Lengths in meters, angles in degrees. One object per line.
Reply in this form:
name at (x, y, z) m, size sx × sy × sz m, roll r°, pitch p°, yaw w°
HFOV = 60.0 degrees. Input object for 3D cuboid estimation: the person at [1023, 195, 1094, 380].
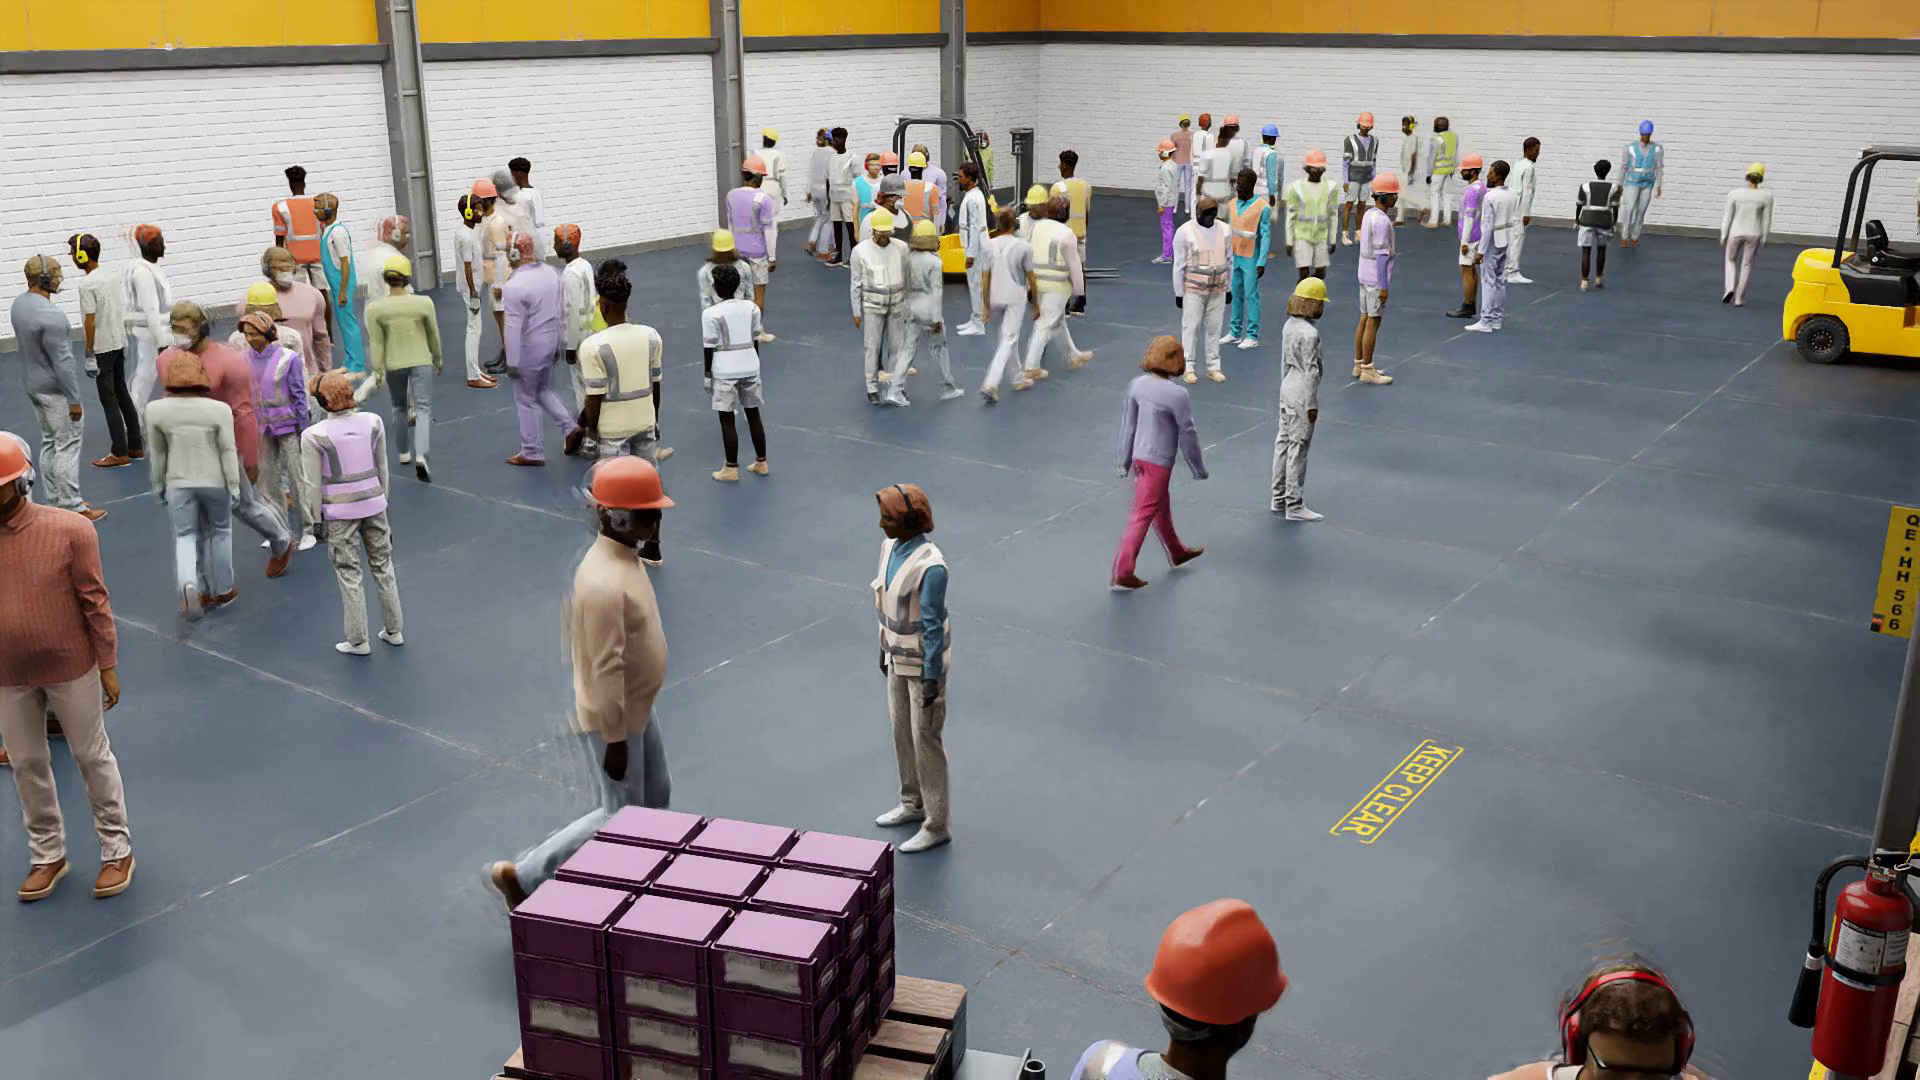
person at (1.000, -2.509, 16.509) m, size 0.972 × 1.786 × 0.644 m, roll -12°, pitch 21°, yaw -33°

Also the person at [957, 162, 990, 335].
person at (0.152, -3.262, 18.664) m, size 0.393 × 1.916 × 0.590 m, roll 1°, pitch 18°, yaw 2°

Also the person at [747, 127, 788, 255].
person at (-2.891, -5.160, 24.670) m, size 0.614 × 1.879 × 0.718 m, roll 2°, pitch 18°, yaw 7°

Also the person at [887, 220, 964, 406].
person at (-0.361, -2.096, 15.384) m, size 0.504 × 1.695 × 0.877 m, roll 16°, pitch 23°, yaw 40°

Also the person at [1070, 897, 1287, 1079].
person at (0.465, 1.614, 3.396) m, size 0.388 × 1.929 × 0.548 m, roll -16°, pitch 24°, yaw -41°

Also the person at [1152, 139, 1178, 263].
person at (2.954, -4.883, 23.992) m, size 0.327 × 1.753 × 0.563 m, roll 5°, pitch 18°, yaw 15°

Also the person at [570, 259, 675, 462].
person at (-2.807, -1.432, 13.374) m, size 0.869 × 1.651 × 0.522 m, roll -2°, pitch 18°, yaw -6°

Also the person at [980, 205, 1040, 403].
person at (0.422, -2.203, 15.547) m, size 0.524 × 1.811 × 0.949 m, roll 12°, pitch 21°, yaw 32°

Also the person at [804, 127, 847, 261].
person at (-1.891, -4.999, 24.096) m, size 0.525 × 1.912 × 0.638 m, roll -16°, pitch 23°, yaw -40°

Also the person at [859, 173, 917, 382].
person at (-0.649, -2.584, 16.339) m, size 0.536 × 2.000 × 0.684 m, roll 12°, pitch 21°, yaw 32°

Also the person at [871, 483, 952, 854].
person at (-0.201, 0.539, 7.235) m, size 0.314 × 1.630 × 0.527 m, roll -9°, pitch 20°, yaw -26°

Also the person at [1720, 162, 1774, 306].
person at (9.663, -3.754, 20.457) m, size 0.550 × 1.751 × 0.363 m, roll 8°, pitch 19°, yaw 24°

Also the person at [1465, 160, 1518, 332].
person at (6.061, -3.327, 18.858) m, size 0.388 × 1.921 × 0.593 m, roll 16°, pitch 24°, yaw 41°

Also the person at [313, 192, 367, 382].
person at (-6.091, -2.478, 16.325) m, size 0.329 × 1.844 × 0.509 m, roll -9°, pitch 20°, yaw -26°

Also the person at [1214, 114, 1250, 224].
person at (4.031, -5.341, 24.960) m, size 0.615 × 2.039 × 0.382 m, roll -7°, pitch 19°, yaw -22°

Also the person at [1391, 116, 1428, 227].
person at (7.536, -6.162, 27.842) m, size 0.560 × 1.847 × 0.547 m, roll -1°, pitch 18°, yaw -4°

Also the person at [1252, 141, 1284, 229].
person at (4.600, -5.212, 25.028) m, size 0.528 × 1.751 × 0.477 m, roll -3°, pitch 18°, yaw -9°

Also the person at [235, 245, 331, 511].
person at (-4.891, -1.187, 12.141) m, size 0.641 × 1.937 × 0.357 m, roll -16°, pitch 24°, yaw -40°

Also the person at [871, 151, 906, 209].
person at (-0.831, -3.685, 19.966) m, size 0.544 × 1.930 × 0.388 m, roll -10°, pitch 20°, yaw -27°

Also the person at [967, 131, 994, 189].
person at (0.332, -5.915, 27.443) m, size 0.491 × 1.624 × 0.308 m, roll -8°, pitch 20°, yaw -25°

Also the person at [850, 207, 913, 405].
person at (-0.706, -2.157, 15.365) m, size 0.602 × 1.821 × 0.403 m, roll -7°, pitch 19°, yaw -20°

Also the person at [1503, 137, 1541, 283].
person at (7.503, -4.419, 22.287) m, size 0.396 × 1.913 × 0.590 m, roll 1°, pitch 18°, yaw 2°

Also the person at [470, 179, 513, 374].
person at (-4.698, -2.633, 16.687) m, size 0.403 × 1.933 × 0.552 m, roll -8°, pitch 19°, yaw -23°

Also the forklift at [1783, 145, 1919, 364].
forklift at (9.803, -2.879, 17.013) m, size 2.313 × 2.155 × 1.214 m, roll 12°, pitch 21°, yaw 33°

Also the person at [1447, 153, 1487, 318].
person at (6.009, -3.599, 19.702) m, size 0.394 × 1.930 × 0.546 m, roll 9°, pitch 20°, yaw 26°

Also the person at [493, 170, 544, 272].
person at (-4.605, -2.921, 17.394) m, size 0.580 × 2.000 × 0.750 m, roll -1°, pitch 18°, yaw -2°

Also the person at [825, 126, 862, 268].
person at (-1.666, -4.845, 23.530) m, size 0.617 × 1.964 × 0.361 m, roll 13°, pitch 22°, yaw 34°

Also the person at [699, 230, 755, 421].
person at (-2.031, -1.881, 14.683) m, size 0.487 × 1.696 × 0.843 m, roll -3°, pitch 18°, yaw -11°

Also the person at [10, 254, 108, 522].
person at (-6.375, -1.045, 11.718) m, size 0.636 × 1.928 × 0.380 m, roll 14°, pitch 23°, yaw 38°

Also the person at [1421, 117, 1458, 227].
person at (8.071, -6.148, 27.852) m, size 0.686 × 1.832 × 0.502 m, roll -13°, pitch 22°, yaw -35°

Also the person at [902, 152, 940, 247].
person at (-0.518, -3.642, 19.833) m, size 0.585 × 1.927 × 0.366 m, roll 3°, pitch 18°, yaw 10°

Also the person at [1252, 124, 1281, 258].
person at (4.478, -5.118, 24.435) m, size 0.415 × 1.939 × 0.605 m, roll -5°, pitch 18°, yaw -14°

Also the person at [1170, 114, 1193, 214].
person at (3.986, -6.728, 29.765) m, size 0.532 × 1.756 × 0.344 m, roll -3°, pitch 18°, yaw -9°

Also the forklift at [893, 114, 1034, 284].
forklift at (-0.171, -4.594, 22.377) m, size 2.313 × 2.155 × 1.214 m, roll 1°, pitch 18°, yaw 3°

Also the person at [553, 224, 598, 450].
person at (-3.145, -1.665, 13.740) m, size 0.351 × 1.878 × 0.568 m, roll -1°, pitch 18°, yaw -4°
